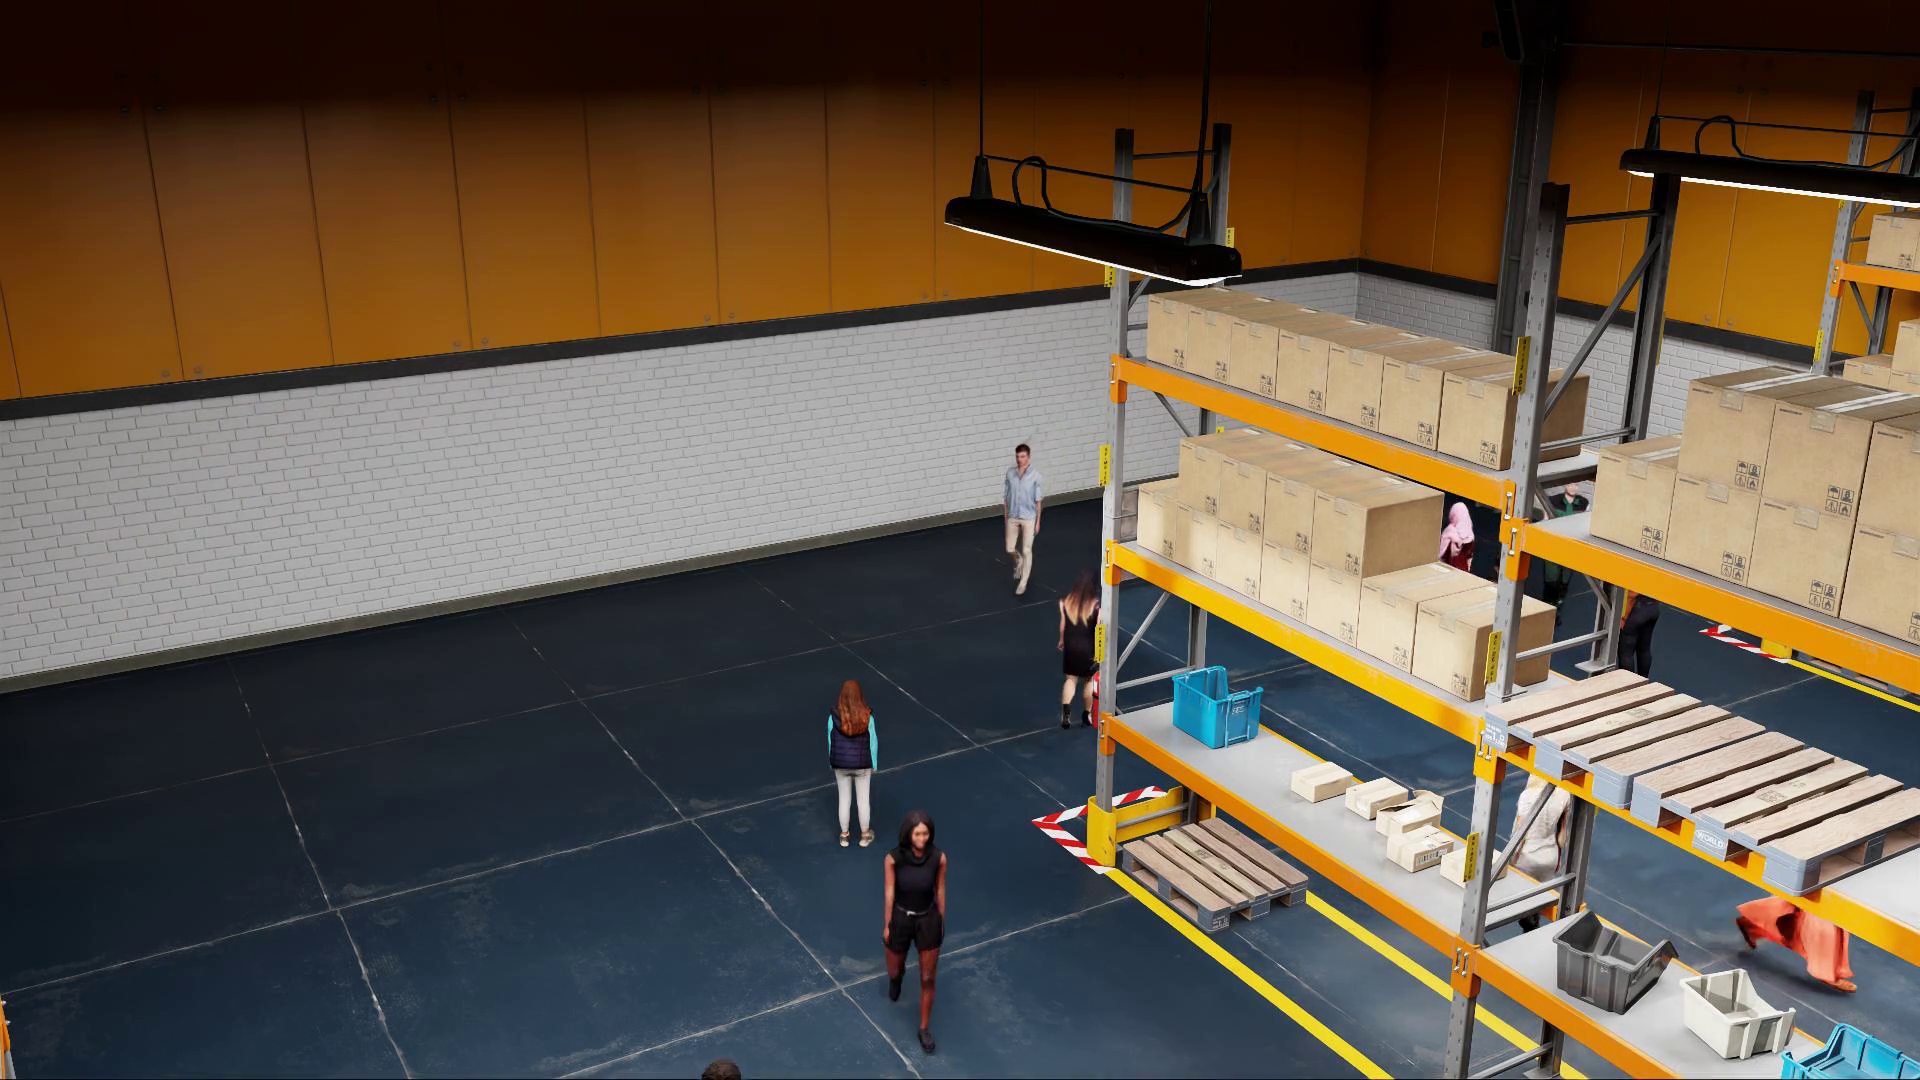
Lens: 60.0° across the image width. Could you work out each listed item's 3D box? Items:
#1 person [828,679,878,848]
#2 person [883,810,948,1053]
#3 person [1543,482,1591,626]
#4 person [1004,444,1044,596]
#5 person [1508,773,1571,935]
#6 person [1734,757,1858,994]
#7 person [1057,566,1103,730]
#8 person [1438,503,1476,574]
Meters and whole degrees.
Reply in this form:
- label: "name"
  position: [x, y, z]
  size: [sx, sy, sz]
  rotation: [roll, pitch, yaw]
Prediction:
- label: "person"
  position: [-0.914, 1.884, 14.096]
  size: [0.687, 1.499, 0.731]
  rotation: [2, 19, 5]
- label: "person"
  position: [-0.333, 2.641, 11.489]
  size: [0.808, 1.728, 1.006]
  rotation: [-3, 19, -9]
- label: "person"
  position: [6.845, 0.072, 18.951]
  size: [0.802, 1.834, 0.843]
  rotation: [2, 19, 5]
- label: "person"
  position: [0.793, -0.282, 19.998]
  size: [0.885, 1.836, 0.936]
  rotation: [7, 20, 20]
- label: "person"
  position: [4.237, 2.387, 12.109]
  size: [0.681, 1.814, 0.913]
  rotation: [-7, 20, -20]
- label: "person"
  position: [6.206, 2.384, 12.177]
  size: [1.211, 1.776, 0.878]
  rotation: [16, 24, 39]
- label: "person"
  position: [1.153, 1.104, 16.096]
  size: [0.967, 1.700, 1.007]
  rotation: [7, 20, 20]
- label: "person"
  position: [5.450, 0.408, 18.296]
  size: [0.695, 1.614, 0.918]
  rotation: [-8, 20, -22]
